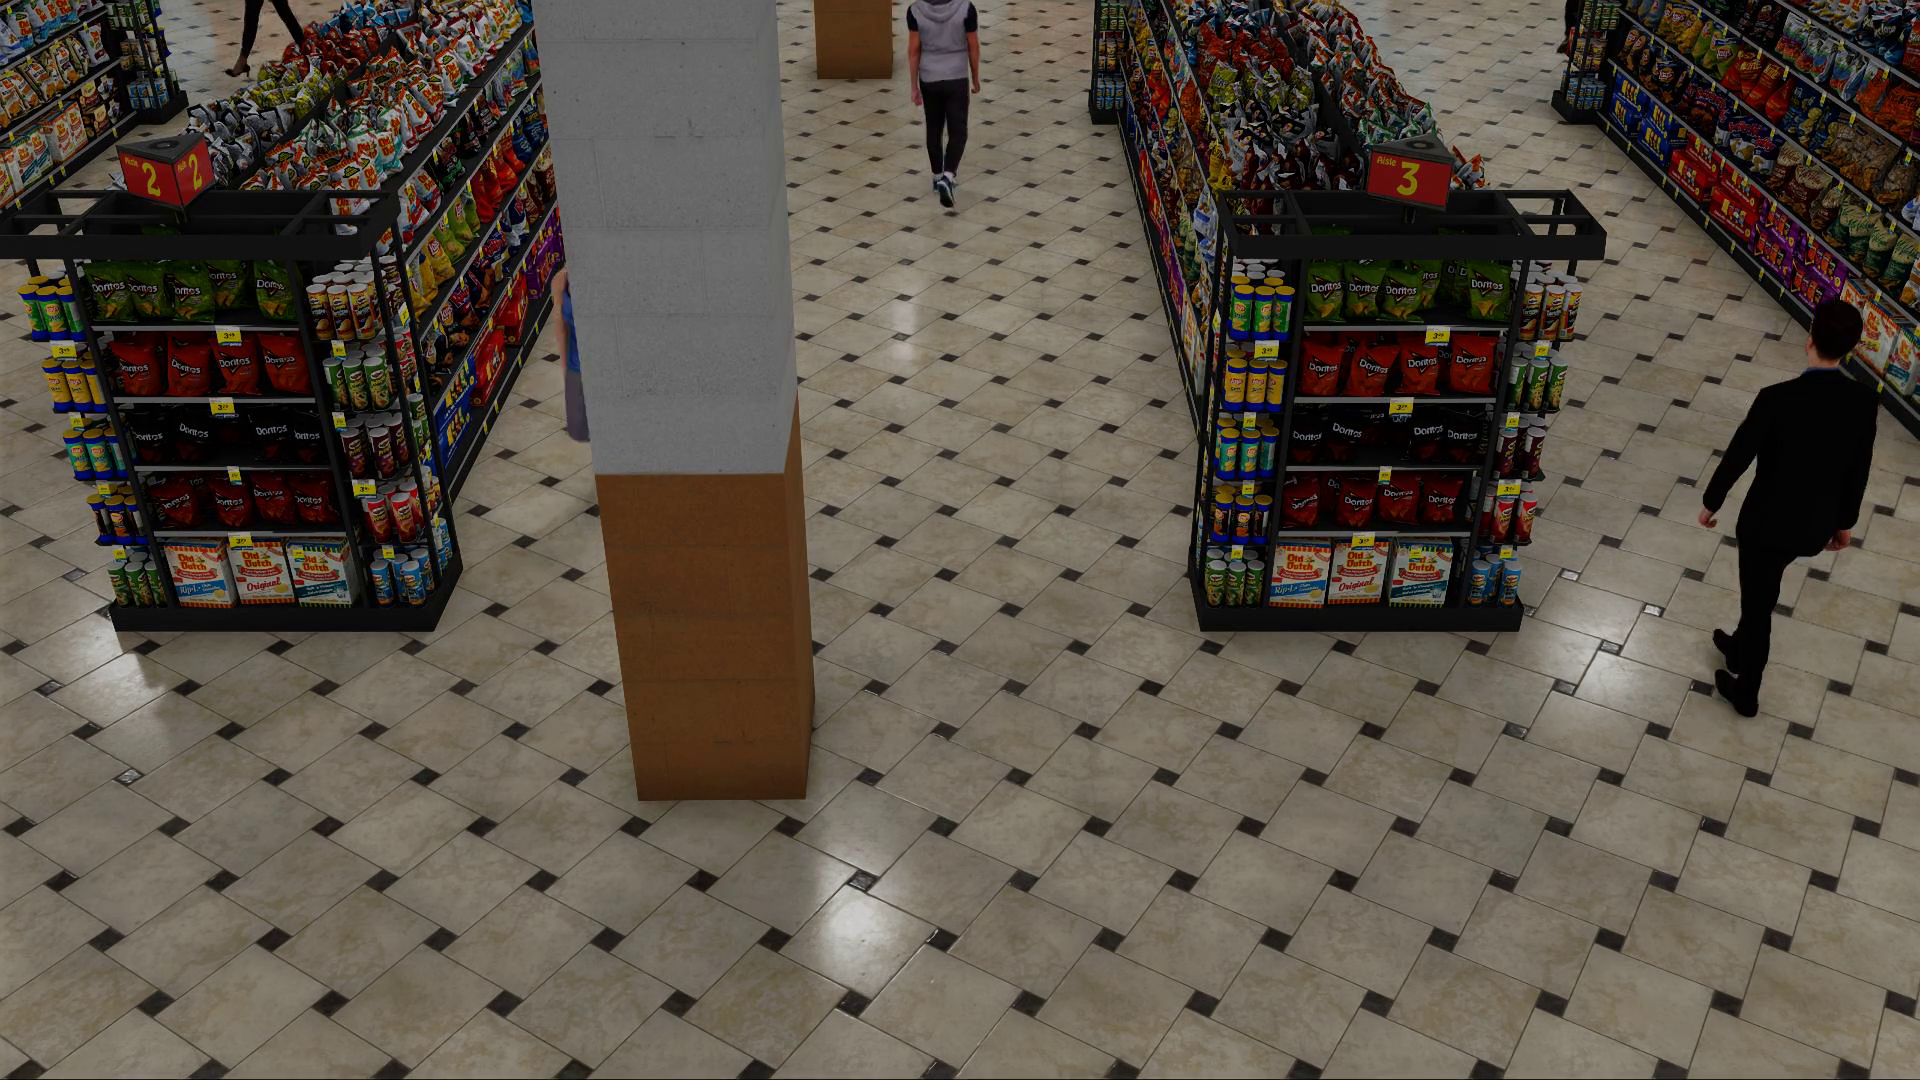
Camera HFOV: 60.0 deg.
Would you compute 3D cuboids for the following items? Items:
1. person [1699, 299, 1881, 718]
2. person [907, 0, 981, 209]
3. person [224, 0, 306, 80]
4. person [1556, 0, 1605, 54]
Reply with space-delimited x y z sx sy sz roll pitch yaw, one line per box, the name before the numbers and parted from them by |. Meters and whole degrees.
person | 3.484 -0.056 6.940 0.738 1.874 0.819 -2 32 -3
person | -0.121 -3.343 12.290 0.825 1.803 1.179 5 32 8
person | -6.144 -4.989 14.942 0.641 1.795 0.992 0 32 0
person | 6.130 -5.625 15.973 1.127 1.787 1.255 23 38 32
